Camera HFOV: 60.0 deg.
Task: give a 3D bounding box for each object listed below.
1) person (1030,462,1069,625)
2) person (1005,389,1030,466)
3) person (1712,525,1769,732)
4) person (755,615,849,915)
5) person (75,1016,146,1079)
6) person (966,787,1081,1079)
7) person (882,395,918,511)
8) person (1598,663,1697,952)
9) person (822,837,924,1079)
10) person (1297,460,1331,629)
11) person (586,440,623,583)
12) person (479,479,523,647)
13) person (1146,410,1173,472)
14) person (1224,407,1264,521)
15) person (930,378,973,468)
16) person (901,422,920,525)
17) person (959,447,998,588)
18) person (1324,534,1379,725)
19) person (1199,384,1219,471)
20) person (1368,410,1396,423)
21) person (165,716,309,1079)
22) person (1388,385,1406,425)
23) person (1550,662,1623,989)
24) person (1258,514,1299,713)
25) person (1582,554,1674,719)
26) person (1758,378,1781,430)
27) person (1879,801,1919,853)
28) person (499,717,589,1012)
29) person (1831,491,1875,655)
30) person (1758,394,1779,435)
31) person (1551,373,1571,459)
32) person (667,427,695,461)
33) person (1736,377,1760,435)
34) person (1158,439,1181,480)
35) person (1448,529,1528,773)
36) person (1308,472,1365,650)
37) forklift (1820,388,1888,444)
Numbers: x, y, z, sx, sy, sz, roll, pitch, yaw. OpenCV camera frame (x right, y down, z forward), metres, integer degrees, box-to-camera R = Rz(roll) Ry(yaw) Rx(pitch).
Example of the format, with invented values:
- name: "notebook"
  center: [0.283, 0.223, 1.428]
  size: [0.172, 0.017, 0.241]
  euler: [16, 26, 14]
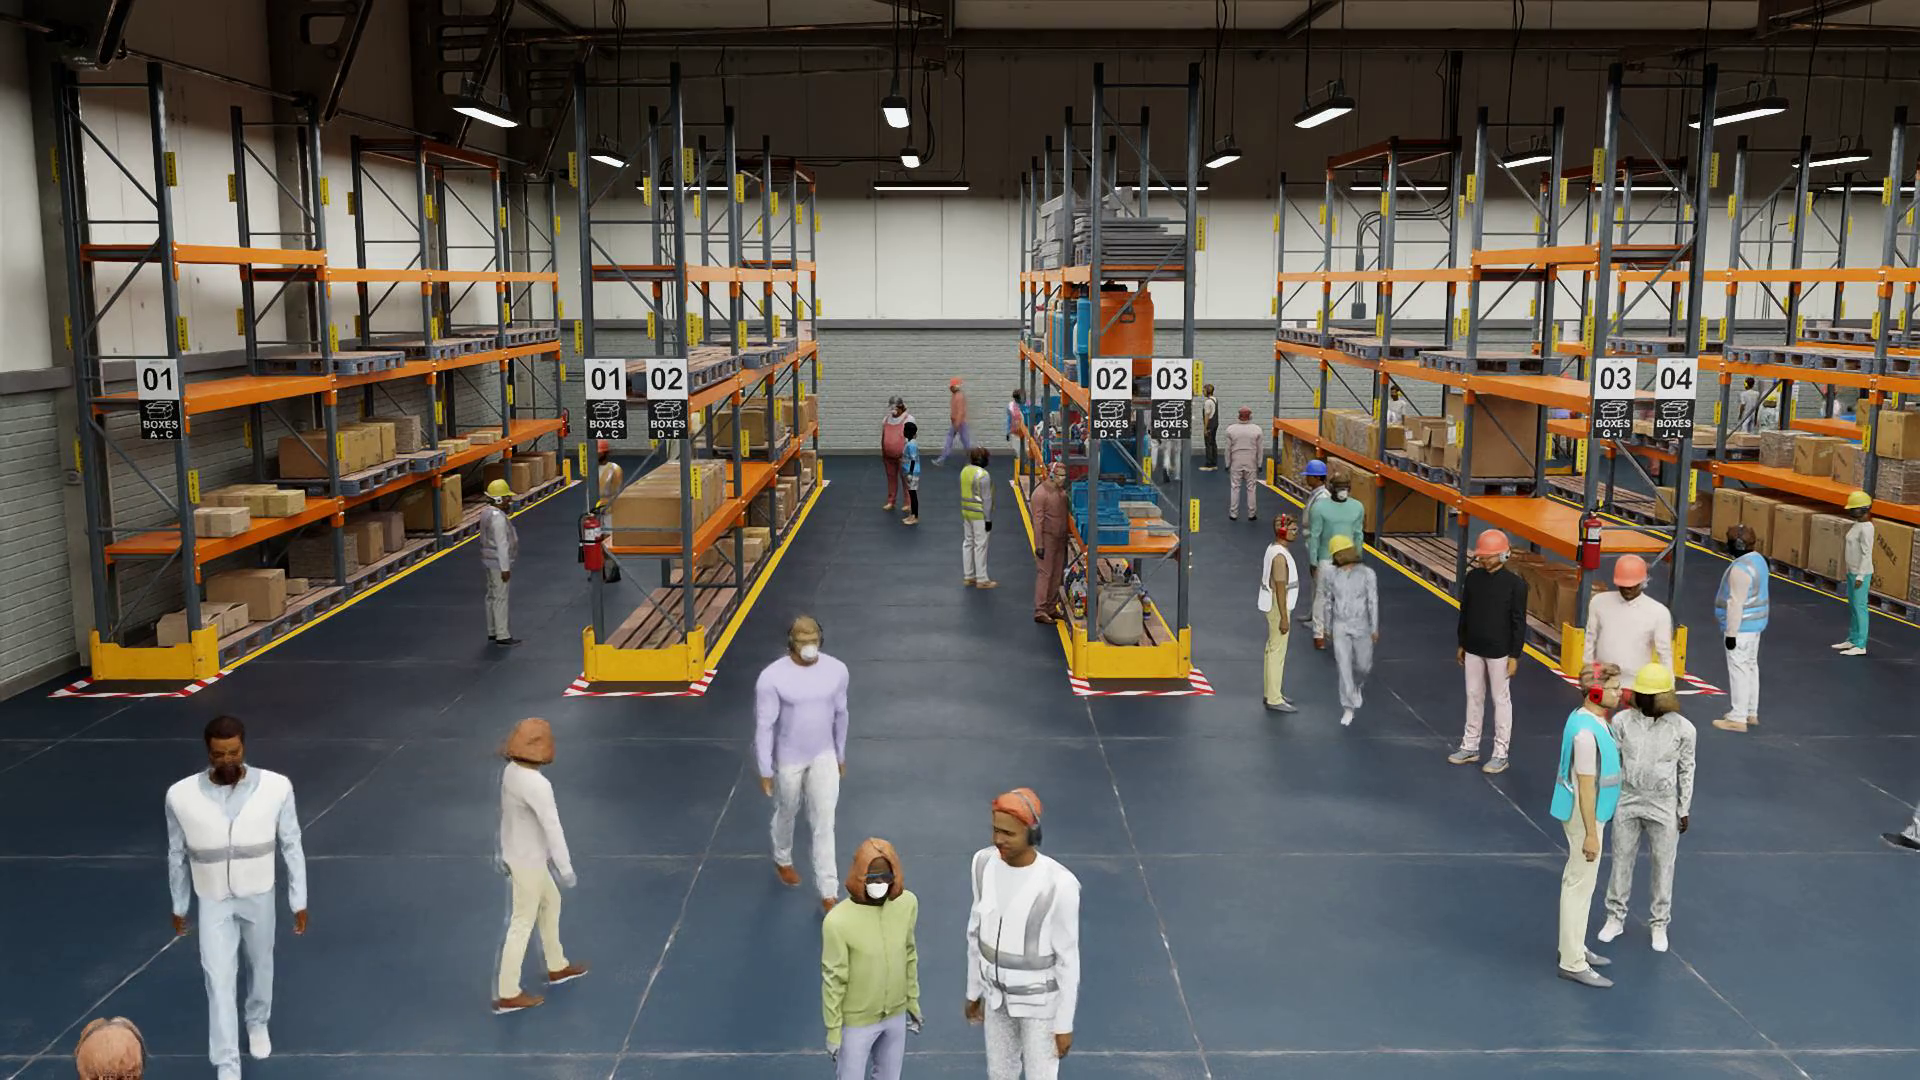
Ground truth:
- name: "person"
  center: [1.081, 0.028, 19.449]
  size: [0.400, 1.893, 0.657]
  euler: [6, 11, 34]
- name: "person"
  center: [1.256, -2.192, 34.011]
  size: [0.645, 1.805, 0.510]
  euler: [2, 9, 10]
- name: "person"
  center: [6.947, 0.780, 14.823]
  size: [0.431, 1.836, 0.626]
  euler: [7, 12, 40]
- name: "person"
  center: [-1.008, 1.399, 10.650]
  size: [0.650, 1.890, 1.019]
  euler: [-4, 10, -21]
- name: "person"
  center: [-2.685, 2.345, 5.395]
  size: [0.519, 1.613, 0.666]
  euler: [-4, 10, -25]
- name: "person"
  center: [0.260, 1.959, 7.076]
  size: [0.579, 1.878, 0.346]
  euler: [9, 12, 44]
- name: "person"
  center: [-1.102, -1.514, 28.885]
  size: [0.681, 2.000, 0.535]
  euler: [5, 10, 28]
- name: "person"
  center: [4.101, 1.583, 9.922]
  size: [0.489, 1.741, 0.321]
  euler: [5, 10, 31]
- name: "person"
  center: [-0.368, 2.066, 7.156]
  size: [0.507, 1.631, 0.281]
  euler: [-7, 12, -40]
- name: "person"
  center: [4.108, 0.047, 19.138]
  size: [0.402, 1.949, 0.605]
  euler: [1, 9, 5]
- name: "person"
  center: [-4.725, -0.396, 22.022]
  size: [0.551, 1.934, 0.373]
  euler: [4, 10, 25]
- name: "person"
  center: [-5.038, 0.249, 18.208]
  size: [0.404, 1.834, 0.591]
  euler: [-5, 10, -30]
- name: "person"
  center: [4.223, -2.349, 34.892]
  size: [0.624, 1.845, 0.430]
  euler: [4, 10, 26]
- name: "person"
  center: [4.736, -1.270, 27.744]
  size: [0.650, 1.907, 0.409]
  euler: [2, 9, 10]
- name: "person"
  center: [-0.111, -2.487, 35.469]
  size: [1.033, 1.932, 0.642]
  euler: [-3, 9, -21]
- name: "person"
  center: [-0.811, -1.091, 27.265]
  size: [0.316, 1.696, 0.540]
  euler: [-1, 9, -4]
- name: "person"
  center: [0.238, -0.296, 21.687]
  size: [0.430, 1.844, 0.624]
  euler: [-6, 10, -32]
- name: "person"
  center: [3.553, 0.795, 15.106]
  size: [0.519, 1.699, 0.577]
  euler: [3, 9, 16]
- name: "person"
  center: [5.258, -2.364, 35.014]
  size: [0.348, 1.839, 0.504]
  euler: [6, 10, 32]
- name: "person"
  center: [7.837, -1.796, 31.065]
  size: [0.546, 1.928, 0.390]
  euler: [1, 9, 6]
- name: "person"
  center: [-3.546, 1.787, 8.196]
  size: [0.617, 1.860, 1.053]
  euler: [-4, 10, -26]
- name: "person"
  center: [8.982, -2.270, 34.344]
  size: [0.327, 1.861, 0.507]
  euler: [-7, 11, -37]
- name: "person"
  center: [3.573, 1.598, 9.494]
  size: [0.389, 1.844, 0.566]
  euler: [3, 9, 20]
- name: "person"
  center: [2.966, 0.668, 15.469]
  size: [0.389, 1.846, 0.564]
  euler: [1, 9, 6]
- name: "person"
  center: [5.001, 1.056, 12.593]
  size: [0.783, 1.966, 0.586]
  euler: [7, 11, 39]
- name: "person"
  center: [17.970, -2.657, 36.697]
  size: [0.621, 1.890, 0.804]
  euler: [6, 11, 33]
- name: "person"
  center: [6.921, 1.331, 11.493]
  size: [0.782, 1.777, 0.617]
  euler: [8, 12, 44]
- name: "person"
  center: [-2.275, 1.765, 9.165]
  size: [0.699, 1.609, 0.516]
  euler: [-6, 10, -32]
- name: "person"
  center: [9.573, 0.354, 17.769]
  size: [0.319, 1.763, 0.522]
  euler: [3, 9, 16]
- name: "person"
  center: [16.314, -2.091, 33.592]
  size: [0.325, 1.732, 0.489]
  euler: [0, 9, -3]
- name: "person"
  center: [13.578, -2.793, 37.442]
  size: [0.545, 1.939, 0.374]
  euler: [2, 9, 14]
- name: "person"
  center: [-4.622, -1.229, 27.191]
  size: [0.623, 1.993, 0.385]
  euler: [-8, 12, -43]
- name: "person"
  center: [17.519, -2.691, 37.003]
  size: [0.514, 1.871, 0.327]
  euler: [-2, 9, -15]
- name: "person"
  center: [4.230, -2.110, 33.188]
  size: [0.602, 1.898, 0.728]
  euler: [3, 9, 17]
- name: "person"
  center: [4.312, 0.890, 13.572]
  size: [0.379, 1.994, 0.611]
  euler: [-7, 11, -36]
- name: "person"
  center: [4.075, 0.225, 18.026]
  size: [0.635, 1.936, 0.355]
  euler: [-2, 9, -12]
- name: "forklift"
  center: [20.072, -3.110, 36.462]
  size: [1.873, 2.768, 1.129]
  euler: [0, 9, 0]
